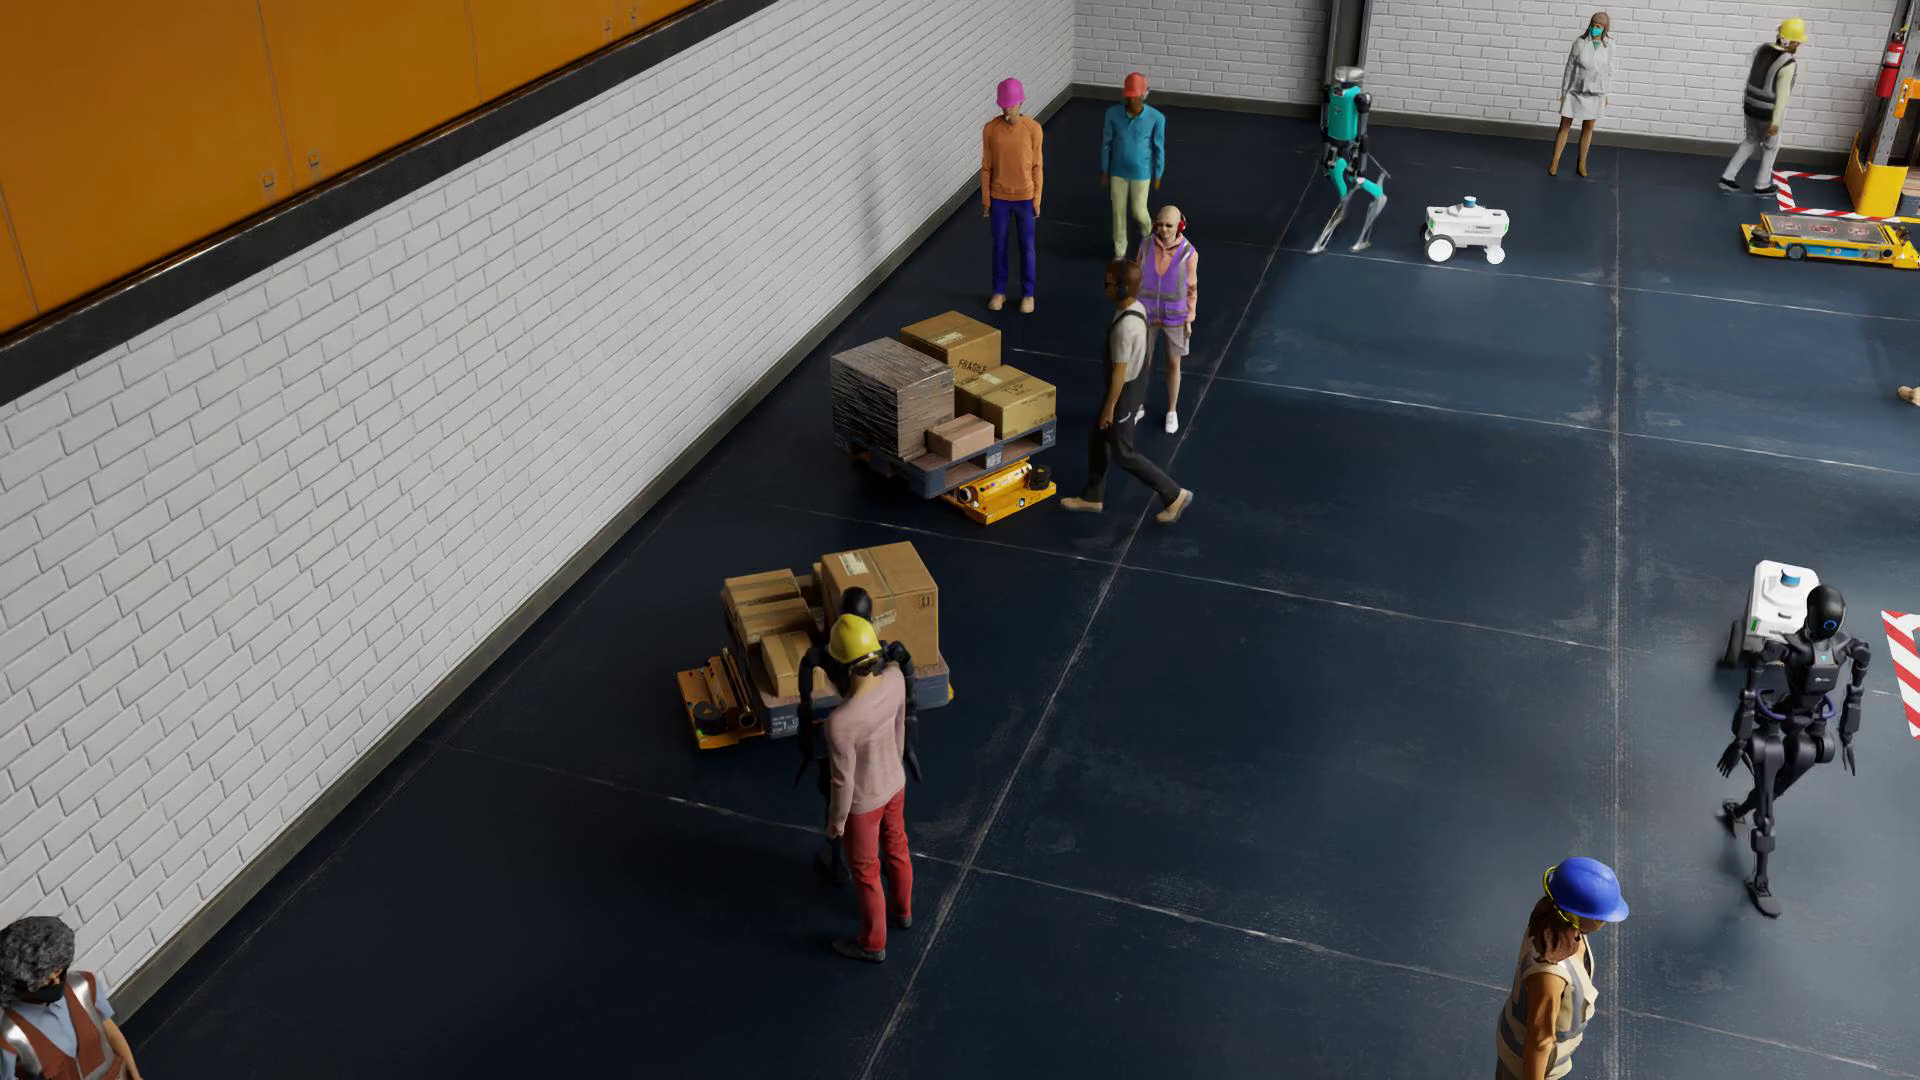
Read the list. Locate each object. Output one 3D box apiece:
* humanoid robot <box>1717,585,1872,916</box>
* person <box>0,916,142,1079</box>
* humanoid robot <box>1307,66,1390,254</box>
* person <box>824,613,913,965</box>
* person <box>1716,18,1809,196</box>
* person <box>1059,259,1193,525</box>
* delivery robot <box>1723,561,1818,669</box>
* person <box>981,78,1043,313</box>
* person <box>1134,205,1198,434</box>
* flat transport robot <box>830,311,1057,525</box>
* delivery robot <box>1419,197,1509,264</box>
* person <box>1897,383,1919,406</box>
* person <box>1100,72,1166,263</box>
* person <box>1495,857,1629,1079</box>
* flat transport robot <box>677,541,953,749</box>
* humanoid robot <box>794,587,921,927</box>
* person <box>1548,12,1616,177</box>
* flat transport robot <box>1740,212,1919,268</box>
[{"bbox_3d":[3.886,0.895,7.780,0.608,1.637,0.787,0,30,1],"label":"humanoid robot"},{"bbox_3d":[-3.089,2.001,5.830,0.314,1.683,0.442,18,35,27],"label":"person"},{"bbox_3d":[3.617,-3.416,15.016,0.854,1.768,0.530,-19,35,-29],"label":"humanoid robot"},{"bbox_3d":[-0.421,1.094,7.288,0.325,1.765,0.526,18,35,28],"label":"person"},{"bbox_3d":[7.975,-4.247,16.350,0.529,1.782,0.616,-7,31,-12],"label":"person"},{"bbox_3d":[1.102,-0.925,10.678,0.814,1.817,0.513,4,31,7],"label":"person"},{"bbox_3d":[4.725,0.437,9.582,0.499,0.577,0.757,13,33,21],"label":"delivery robot"},{"bbox_3d":[0.424,-2.854,13.808,0.515,1.973,0.401,5,31,8],"label":"person"},{"bbox_3d":[1.446,-1.578,11.903,0.483,1.694,0.347,10,32,16],"label":"person"},{"bbox_3d":[-0.067,-0.537,11.539,0.659,0.231,1.431,-25,38,-35],"label":"flat transport robot"},{"bbox_3d":[4.572,-2.821,15.158,0.788,0.610,0.499,4,31,6],"label":"delivery robot"},{"bbox_3d":[7.386,-1.857,12.208,0.537,1.865,0.371,-8,31,-13],"label":"person"},{"bbox_3d":[1.534,-3.312,14.808,0.572,1.739,0.478,12,32,19],"label":"person"},{"bbox_3d":[2.098,1.839,6.006,0.323,1.776,0.479,12,32,19],"label":"person"},{"bbox_3d":[-0.814,0.785,9.290,1.431,0.231,0.659,-10,32,-16],"label":"flat transport robot"},{"bbox_3d":[-0.469,0.983,7.591,0.589,1.626,0.591,-5,31,-9],"label":"humanoid robot"},{"bbox_3d":[6.375,-4.536,16.966,0.487,1.661,0.343,6,31,11],"label":"person"},{"bbox_3d":[8.007,-2.759,15.319,1.431,0.231,0.659,8,31,13],"label":"flat transport robot"}]
